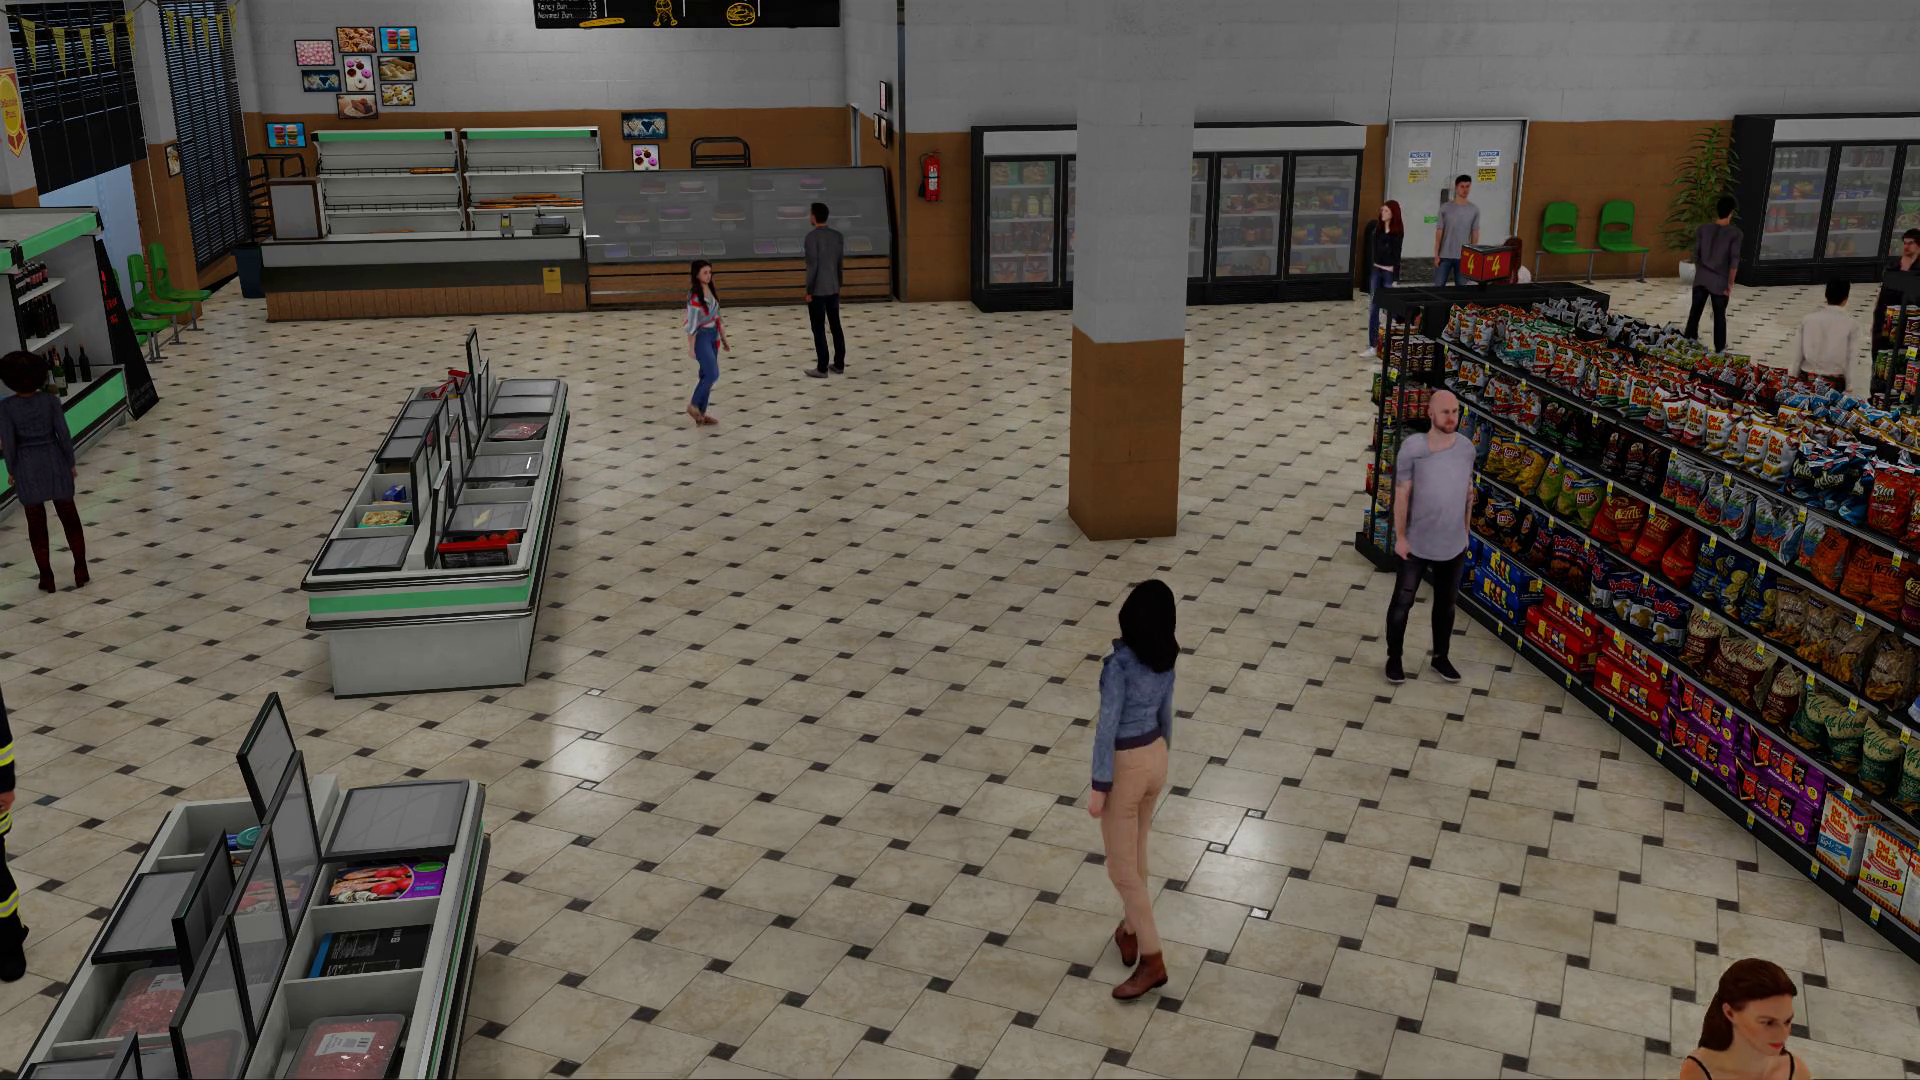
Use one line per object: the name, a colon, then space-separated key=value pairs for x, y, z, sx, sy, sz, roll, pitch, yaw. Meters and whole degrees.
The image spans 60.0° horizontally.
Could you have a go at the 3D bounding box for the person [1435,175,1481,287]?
person: x=6.058 y=-3.519 z=20.382 sx=0.750 sy=1.880 sz=0.702 roll=3 pitch=19 yaw=8

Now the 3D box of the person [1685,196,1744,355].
person: x=8.353 y=-2.867 z=18.569 sx=1.163 sy=1.803 sz=1.188 roll=14 pitch=23 yaw=36

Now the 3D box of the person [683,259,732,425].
person: x=-2.533 y=-1.904 z=16.030 sx=0.776 sy=1.601 sz=0.705 roll=8 pitch=20 yaw=22

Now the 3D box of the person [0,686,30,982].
person: x=-4.299 y=0.998 z=7.005 sx=0.777 sy=1.868 sz=0.722 roll=-6 pitch=19 yaw=-16

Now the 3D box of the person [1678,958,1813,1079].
person: x=2.132 y=1.886 z=4.761 sx=0.573 sy=1.618 sz=0.603 roll=-4 pitch=19 yaw=-11

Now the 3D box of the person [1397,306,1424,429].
person: x=3.603 y=-1.170 z=13.777 sx=0.779 sy=1.648 sz=0.710 roll=9 pitch=21 yaw=26

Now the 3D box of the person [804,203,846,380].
person: x=-1.474 y=-2.702 z=17.973 sx=0.804 sy=1.871 sz=0.773 roll=16 pitch=24 yaw=39

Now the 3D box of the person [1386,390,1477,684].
person: x=2.853 y=-0.025 z=10.089 sx=0.665 sy=1.835 sz=0.571 roll=-3 pitch=19 yaw=-10

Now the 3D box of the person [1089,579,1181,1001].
person: x=0.746 y=1.050 z=7.058 sx=0.904 sy=1.736 sz=0.867 roll=13 pitch=23 yaw=33

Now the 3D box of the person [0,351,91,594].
person: x=-6.416 y=-0.479 z=11.630 sx=0.659 sy=1.711 sz=0.646 roll=-12 pitch=22 yaw=-31

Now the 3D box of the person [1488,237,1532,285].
person: x=5.319 y=-2.065 z=16.275 sx=0.739 sy=1.749 sz=0.807 roll=17 pitch=25 yaw=41

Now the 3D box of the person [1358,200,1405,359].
person: x=4.876 y=-2.934 z=18.821 sx=0.886 sy=1.769 sz=1.028 roll=-10 pitch=21 yaw=-28

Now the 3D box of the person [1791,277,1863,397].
person: x=7.111 y=-1.256 z=13.800 sx=0.820 sy=1.797 sz=0.893 roll=17 pitch=25 yaw=41

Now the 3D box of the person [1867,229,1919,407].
person: x=9.214 y=-2.111 z=16.283 sx=0.989 sy=1.830 sz=1.042 roll=-14 pitch=23 yaw=-35
